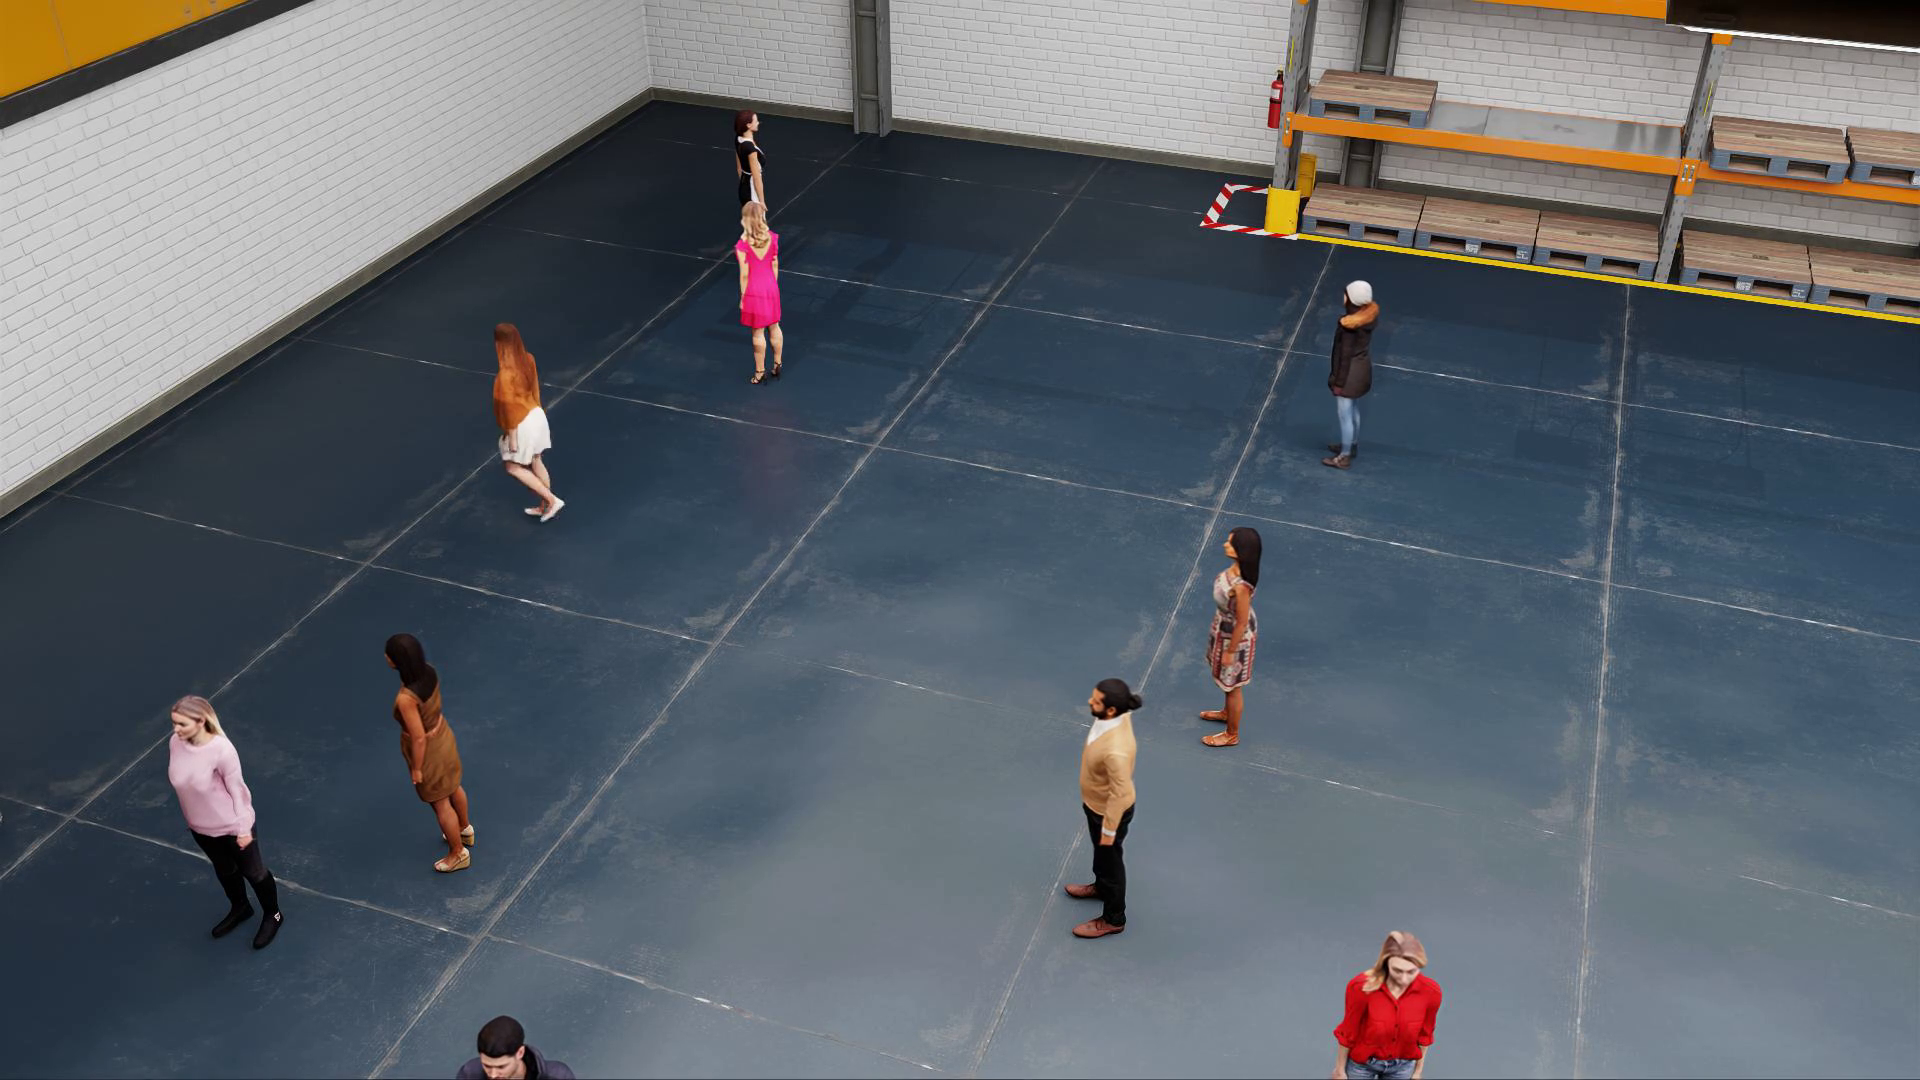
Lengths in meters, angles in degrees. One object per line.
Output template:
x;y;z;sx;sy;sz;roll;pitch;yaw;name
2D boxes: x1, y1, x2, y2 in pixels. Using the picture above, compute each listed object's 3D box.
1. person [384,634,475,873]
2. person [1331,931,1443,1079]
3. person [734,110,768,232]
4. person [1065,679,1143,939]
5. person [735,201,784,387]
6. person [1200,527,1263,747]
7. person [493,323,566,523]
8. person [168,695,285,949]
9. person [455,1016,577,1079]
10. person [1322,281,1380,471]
-3.091;1.237;9.700;0.625;1.688;0.635;-1;34;-2;person
1.976;2.466;7.851;0.569;1.687;0.737;0;34;0;person
-2.075;-3.413;16.598;0.700;1.796;0.622;-17;37;-24;person
0.821;1.475;9.283;0.721;1.754;0.738;-2;34;-3;person
-1.774;-2.201;14.836;0.659;1.729;0.688;-24;40;-31;person
1.765;0.608;10.684;0.609;1.645;0.696;4;34;6;person
-3.293;-0.870;12.849;0.704;1.711;0.639;9;35;14;person
-4.099;1.540;9.243;0.471;1.688;0.652;10;35;15;person
-1.871;2.729;7.269;0.649;1.894;0.811;-1;34;-2;person
3.227;-1.353;13.651;0.639;1.627;0.663;19;38;26;person
